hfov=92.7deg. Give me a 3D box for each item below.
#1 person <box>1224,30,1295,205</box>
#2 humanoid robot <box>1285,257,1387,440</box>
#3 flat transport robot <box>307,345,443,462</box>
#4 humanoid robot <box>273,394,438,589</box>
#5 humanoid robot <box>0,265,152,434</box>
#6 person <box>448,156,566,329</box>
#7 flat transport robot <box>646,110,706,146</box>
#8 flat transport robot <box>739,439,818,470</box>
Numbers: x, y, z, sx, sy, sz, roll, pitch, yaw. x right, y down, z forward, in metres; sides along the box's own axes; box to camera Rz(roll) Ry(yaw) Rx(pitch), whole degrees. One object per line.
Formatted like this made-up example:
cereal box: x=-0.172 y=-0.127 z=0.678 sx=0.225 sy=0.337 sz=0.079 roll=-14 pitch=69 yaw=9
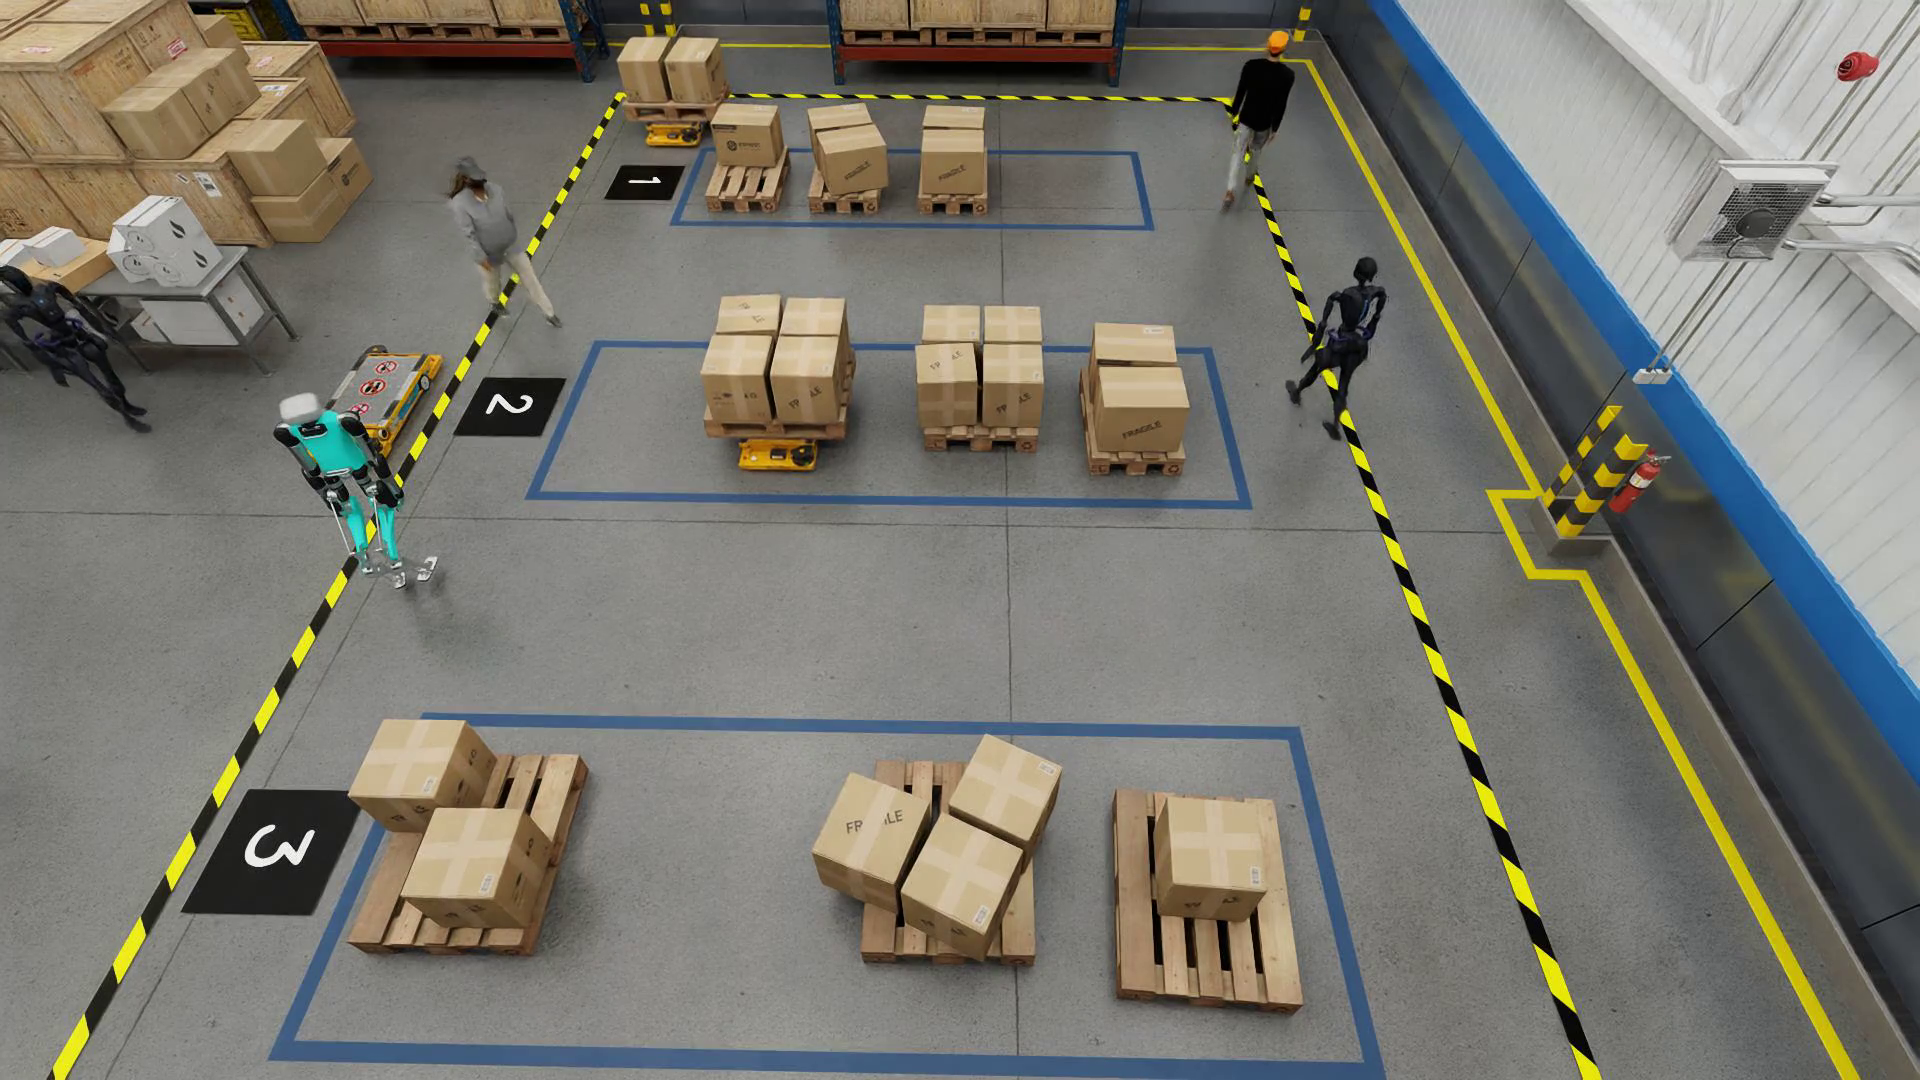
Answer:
person: x=3.341 y=-4.753 z=10.356 sx=0.596 sy=1.847 sz=0.926 roll=19 pitch=52 yaw=16
humanoid robot: x=3.284 y=-1.688 z=7.899 sx=0.589 sy=1.620 sz=0.778 roll=-8 pitch=50 yaw=-7
flat transport robot: x=-5.383 y=-1.269 z=8.441 sx=0.659 sy=0.231 sz=1.431 roll=1 pitch=50 yaw=1
humanoid robot: x=-4.274 y=-0.201 z=6.490 sx=0.533 sy=1.672 sz=0.735 roll=-11 pitch=51 yaw=-9
humanoid robot: x=-7.536 y=-1.647 z=7.851 sx=0.639 sy=1.631 sz=0.611 roll=14 pitch=51 yaw=11
person: x=-4.463 y=-2.837 z=8.809 sx=0.847 sy=1.724 sz=0.564 roll=32 pitch=57 yaw=24
flat transport robot: x=-3.678 y=-5.641 z=12.122 sx=0.652 sy=0.197 sz=1.431 roll=1 pitch=50 yaw=1
flat transport robot: x=-1.583 y=-1.207 z=8.370 sx=0.652 sy=0.197 sz=1.431 roll=1 pitch=50 yaw=1
